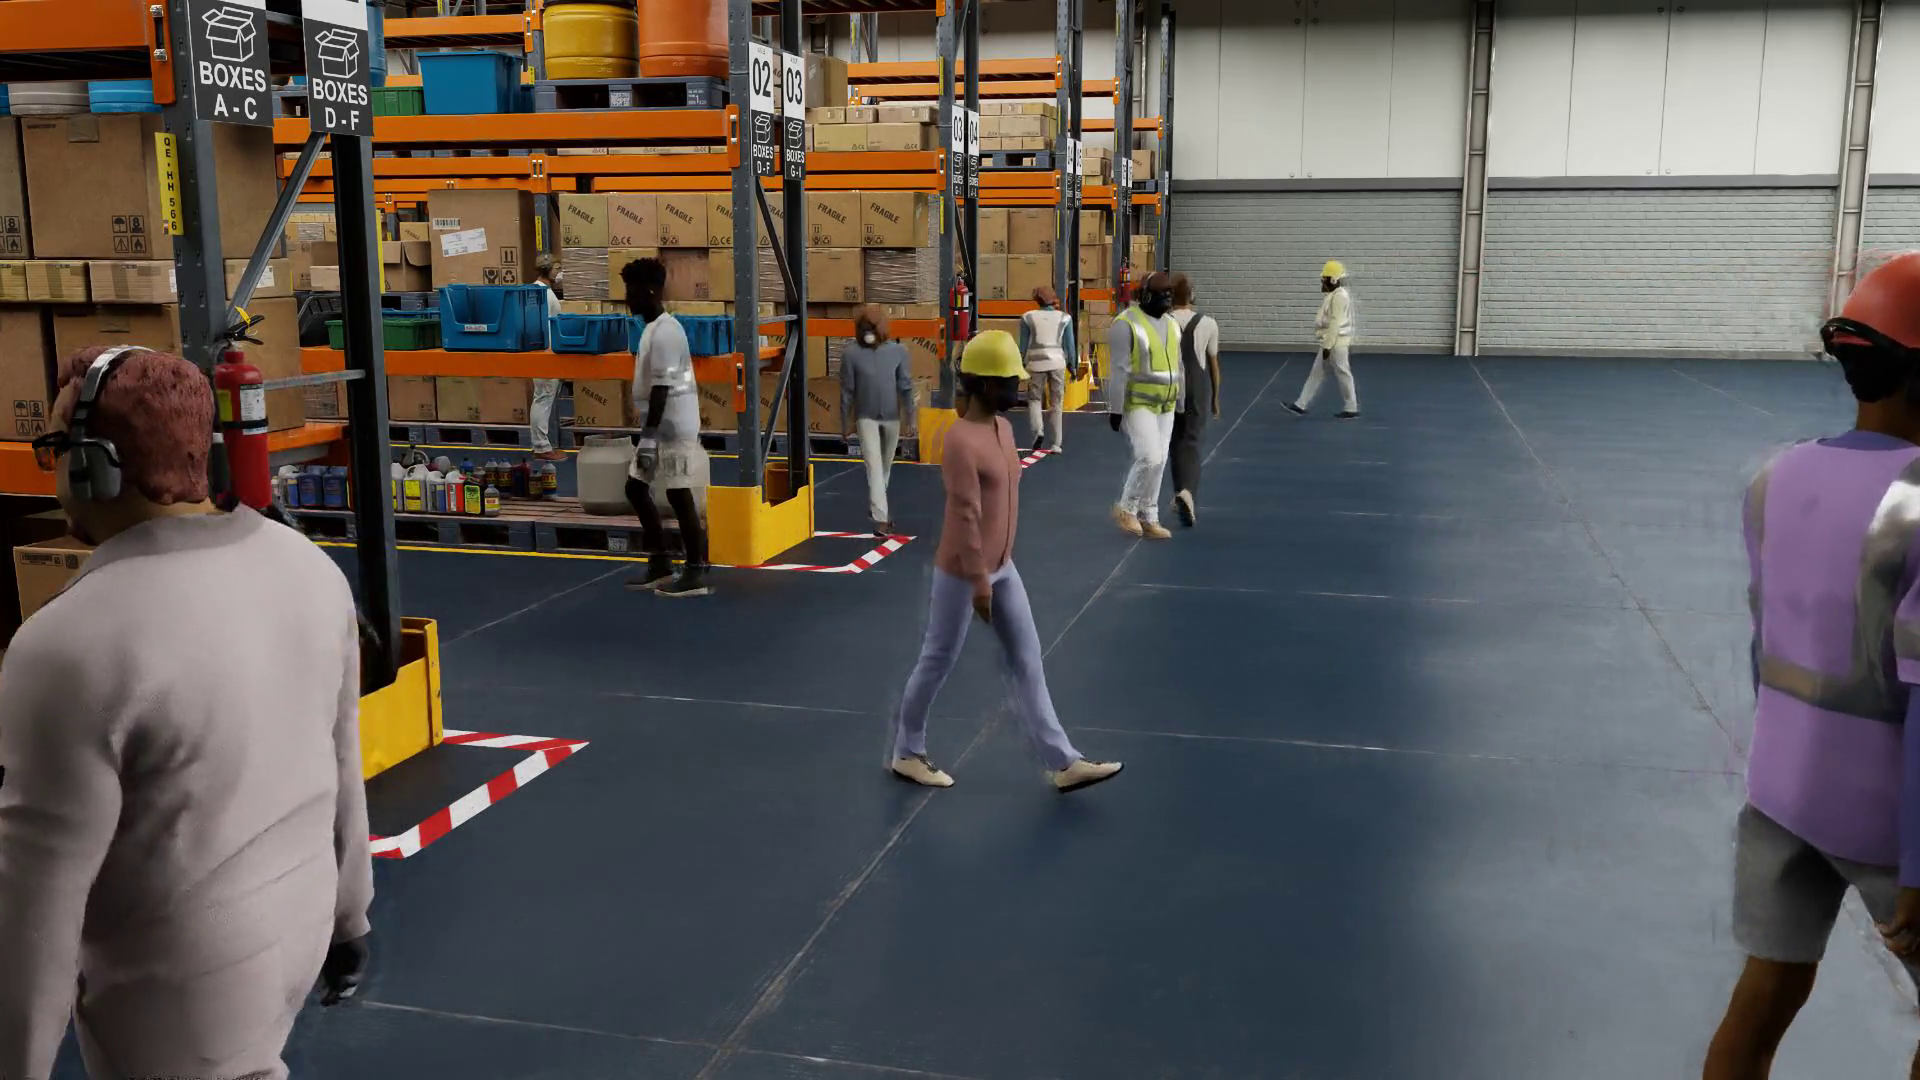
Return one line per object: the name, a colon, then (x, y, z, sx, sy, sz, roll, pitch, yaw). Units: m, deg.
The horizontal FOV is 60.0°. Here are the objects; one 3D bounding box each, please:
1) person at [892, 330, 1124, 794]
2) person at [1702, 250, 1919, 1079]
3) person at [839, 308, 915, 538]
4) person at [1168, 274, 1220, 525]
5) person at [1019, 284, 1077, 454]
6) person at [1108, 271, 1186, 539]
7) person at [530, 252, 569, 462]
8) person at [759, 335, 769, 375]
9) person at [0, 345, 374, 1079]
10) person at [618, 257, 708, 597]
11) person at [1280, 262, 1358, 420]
person: (0.123, 0.103, 6.050, 0.917, 1.713, 0.551, 5, 11, 26)
person: (1.799, 0.479, 3.140, 0.868, 2.014, 0.649, -2, 10, -11)
person: (-0.586, -0.818, 11.547, 0.497, 1.570, 0.856, -3, 11, -16)
person: (1.636, -1.025, 12.099, 0.544, 1.803, 0.881, 1, 10, 4)
person: (0.838, -1.630, 15.906, 0.600, 1.621, 0.362, 0, 10, 0)
person: (1.293, -0.905, 11.328, 0.648, 1.828, 0.451, -9, 14, -41)
person: (-3.829, -1.681, 15.376, 0.371, 1.931, 0.624, -3, 11, -17)
person: (-2.376, -2.515, 19.700, 0.405, 2.035, 0.606, 3, 11, 14)
person: (-1.286, 0.652, 2.544, 0.785, 1.881, 0.673, 2, 10, 9)
person: (-1.736, -0.628, 9.479, 0.597, 1.937, 0.620, -4, 11, -21)
person: (4.126, -2.246, 18.867, 0.898, 1.785, 0.621, 1, 10, 4)
